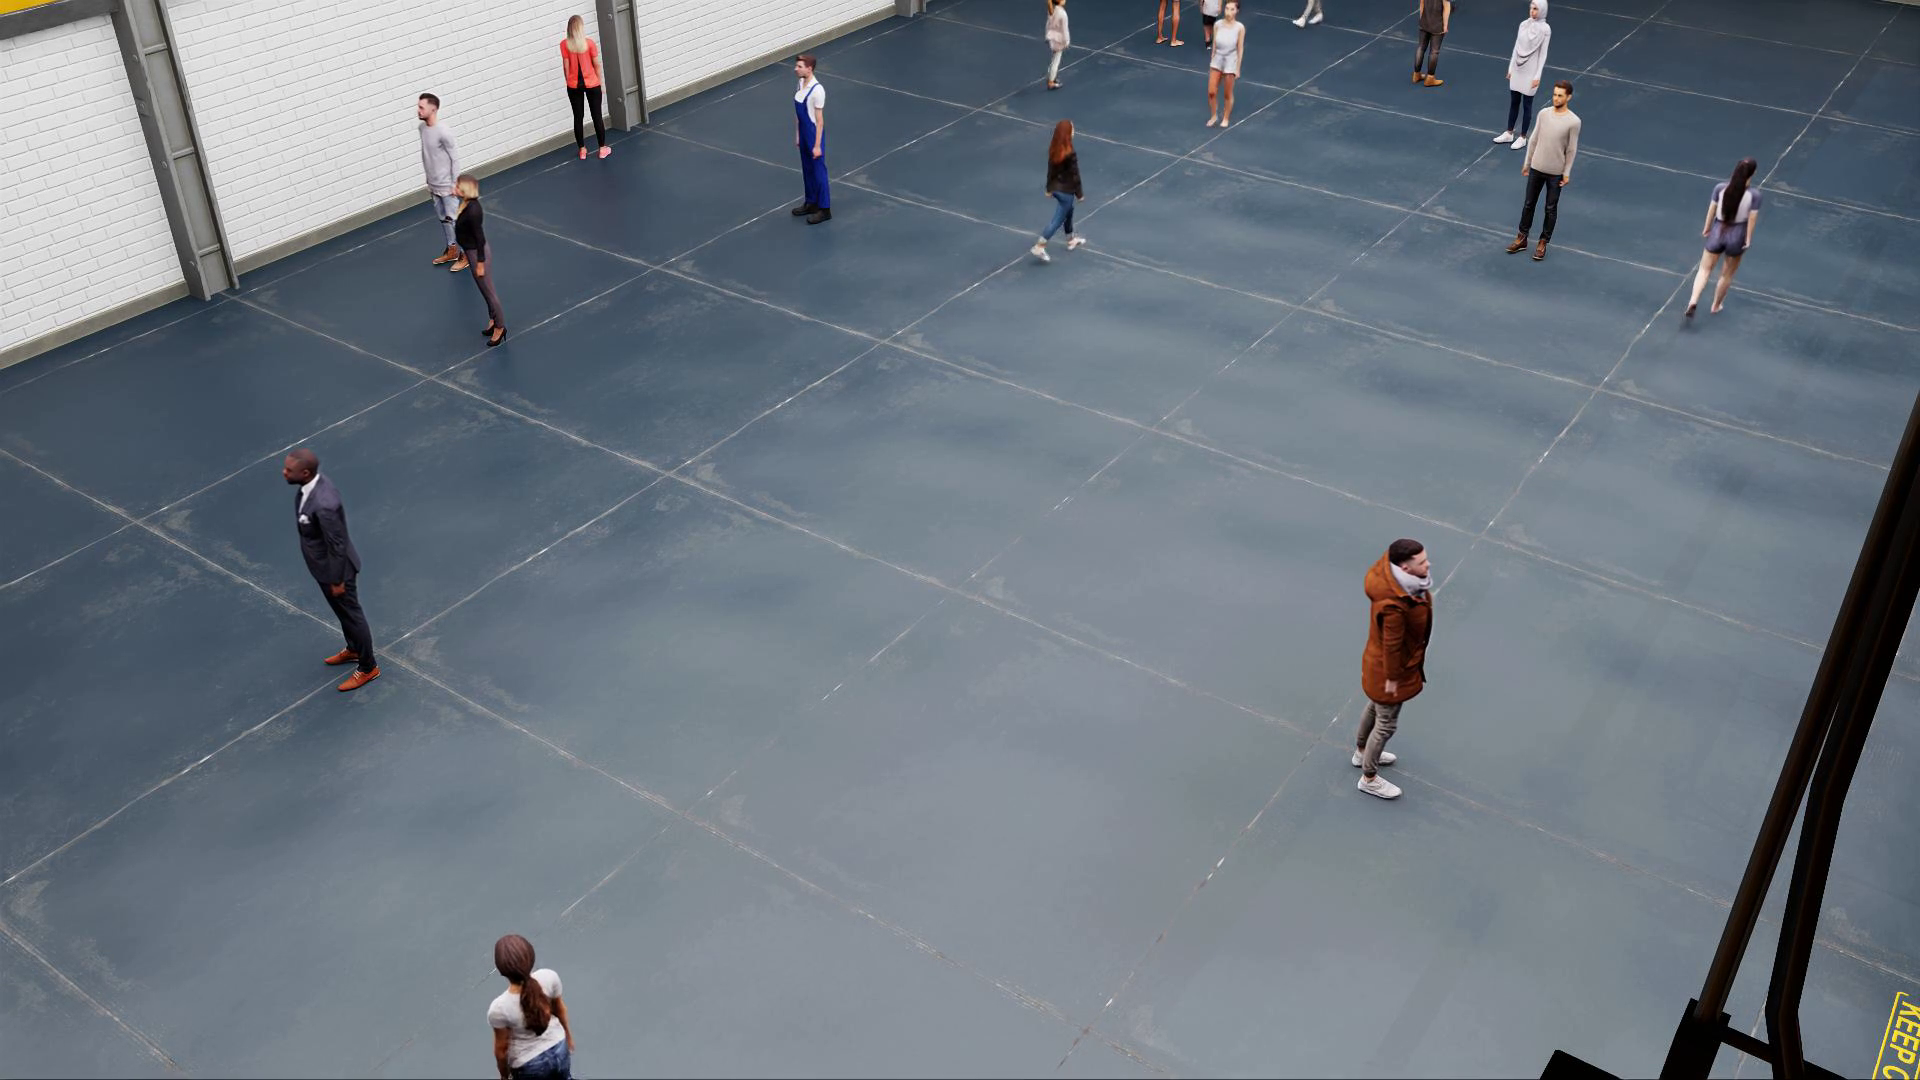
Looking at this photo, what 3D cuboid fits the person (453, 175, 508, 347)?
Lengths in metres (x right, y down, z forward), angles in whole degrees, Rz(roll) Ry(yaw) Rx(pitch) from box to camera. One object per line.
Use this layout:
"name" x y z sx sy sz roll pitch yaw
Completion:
"person" -4.506 -2.634 15.629 0.717 1.670 0.690 -12 35 -17

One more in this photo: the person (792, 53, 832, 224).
"person" -1.614 -4.394 18.115 0.696 1.850 0.706 -20 38 -27

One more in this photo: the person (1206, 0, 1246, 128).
"person" 3.333 -5.939 20.671 0.613 1.594 0.633 16 37 23

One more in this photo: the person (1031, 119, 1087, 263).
"person" 1.020 -3.611 17.297 1.063 1.452 0.832 -18 38 -25

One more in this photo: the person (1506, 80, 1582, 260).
"person" 6.116 -3.861 17.297 0.670 1.867 0.573 24 41 32

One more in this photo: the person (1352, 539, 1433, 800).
"person" 2.673 0.772 10.354 0.898 1.839 0.809 4 34 6

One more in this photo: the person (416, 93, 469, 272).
"person" -5.310 -3.684 17.056 0.695 1.839 0.557 24 41 32

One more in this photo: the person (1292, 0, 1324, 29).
"person" 5.228 -8.203 24.267 0.994 1.385 0.747 -20 38 -27

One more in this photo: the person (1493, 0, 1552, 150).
"person" 6.823 -5.625 20.035 0.646 1.775 0.679 -20 39 -28

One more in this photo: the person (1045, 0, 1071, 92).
"person" 1.217 -6.567 21.882 0.614 1.299 0.607 -22 39 -29

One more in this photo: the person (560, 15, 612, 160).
"person" -4.465 -5.376 19.734 0.678 1.694 0.708 -1 34 -1

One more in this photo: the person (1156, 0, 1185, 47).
"person" 2.979 -7.876 23.459 0.655 1.734 0.579 28 43 35

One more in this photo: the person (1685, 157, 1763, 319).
"person" 7.367 -2.875 16.026 0.602 1.633 0.857 23 40 30

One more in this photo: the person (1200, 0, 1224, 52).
"person" 3.548 -7.543 23.414 0.745 1.229 0.884 1 34 2

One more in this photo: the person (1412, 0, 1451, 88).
"person" 6.259 -6.882 21.979 0.662 1.717 0.685 -22 39 -29

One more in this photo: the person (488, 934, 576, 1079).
"person" -1.993 2.506 8.000 0.772 1.555 0.704 -27 42 -34

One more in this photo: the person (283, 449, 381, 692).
"person" -4.258 0.170 11.273 0.759 1.824 0.779 -18 38 -25
